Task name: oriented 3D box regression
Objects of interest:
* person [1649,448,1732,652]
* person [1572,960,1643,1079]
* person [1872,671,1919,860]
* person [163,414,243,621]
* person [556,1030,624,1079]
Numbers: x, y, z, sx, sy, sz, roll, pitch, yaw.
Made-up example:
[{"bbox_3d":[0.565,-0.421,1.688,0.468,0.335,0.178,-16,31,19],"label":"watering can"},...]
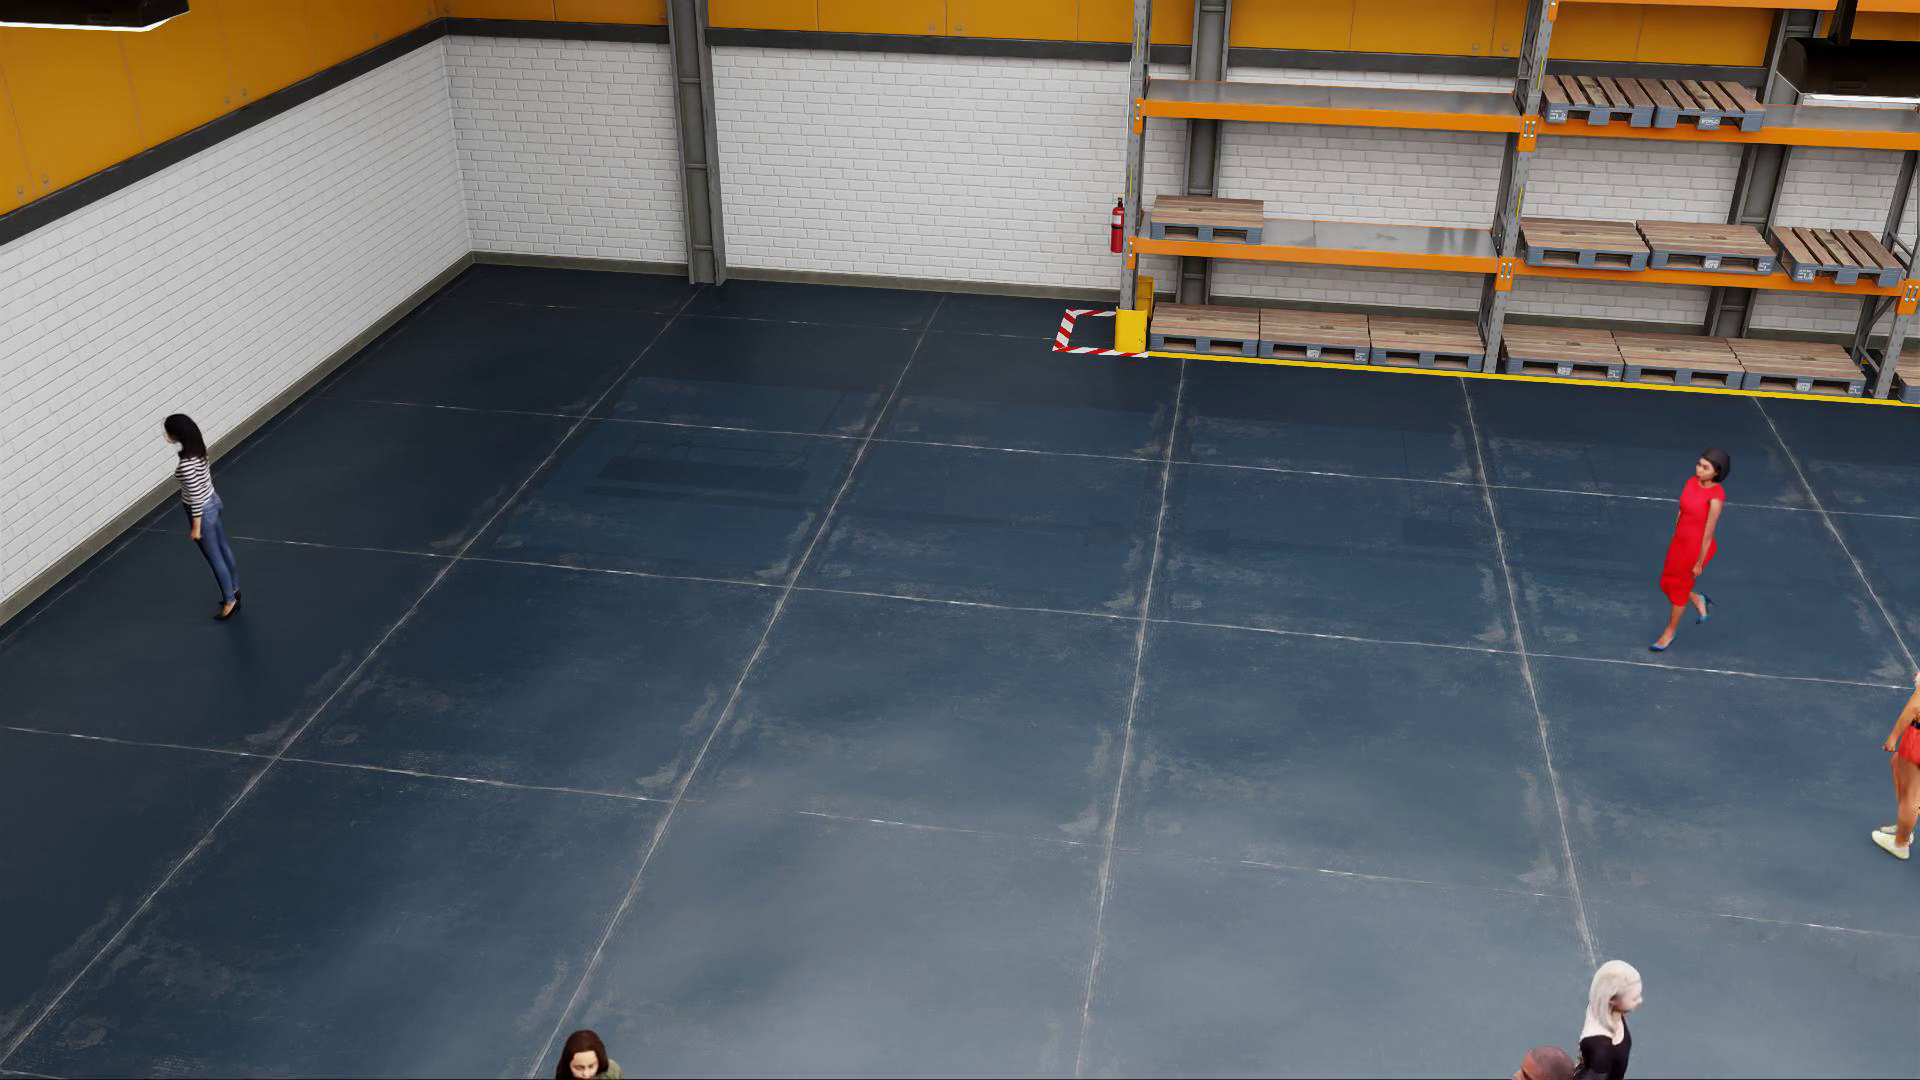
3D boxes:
[{"bbox_3d":[5.708,0.090,12.847,0.906,1.728,0.773,-8,30,-14],"label":"person"},{"bbox_3d":[2.897,2.698,7.973,0.670,1.817,0.665,10,30,18],"label":"person"},{"bbox_3d":[6.202,1.307,10.558,0.702,1.784,0.780,-13,31,-22],"label":"person"},{"bbox_3d":[-6.028,-0.192,13.293,0.596,1.796,0.645,-4,29,-7],"label":"person"},{"bbox_3d":[-1.747,2.912,7.938,0.651,1.475,0.677,-25,37,-38],"label":"person"}]
